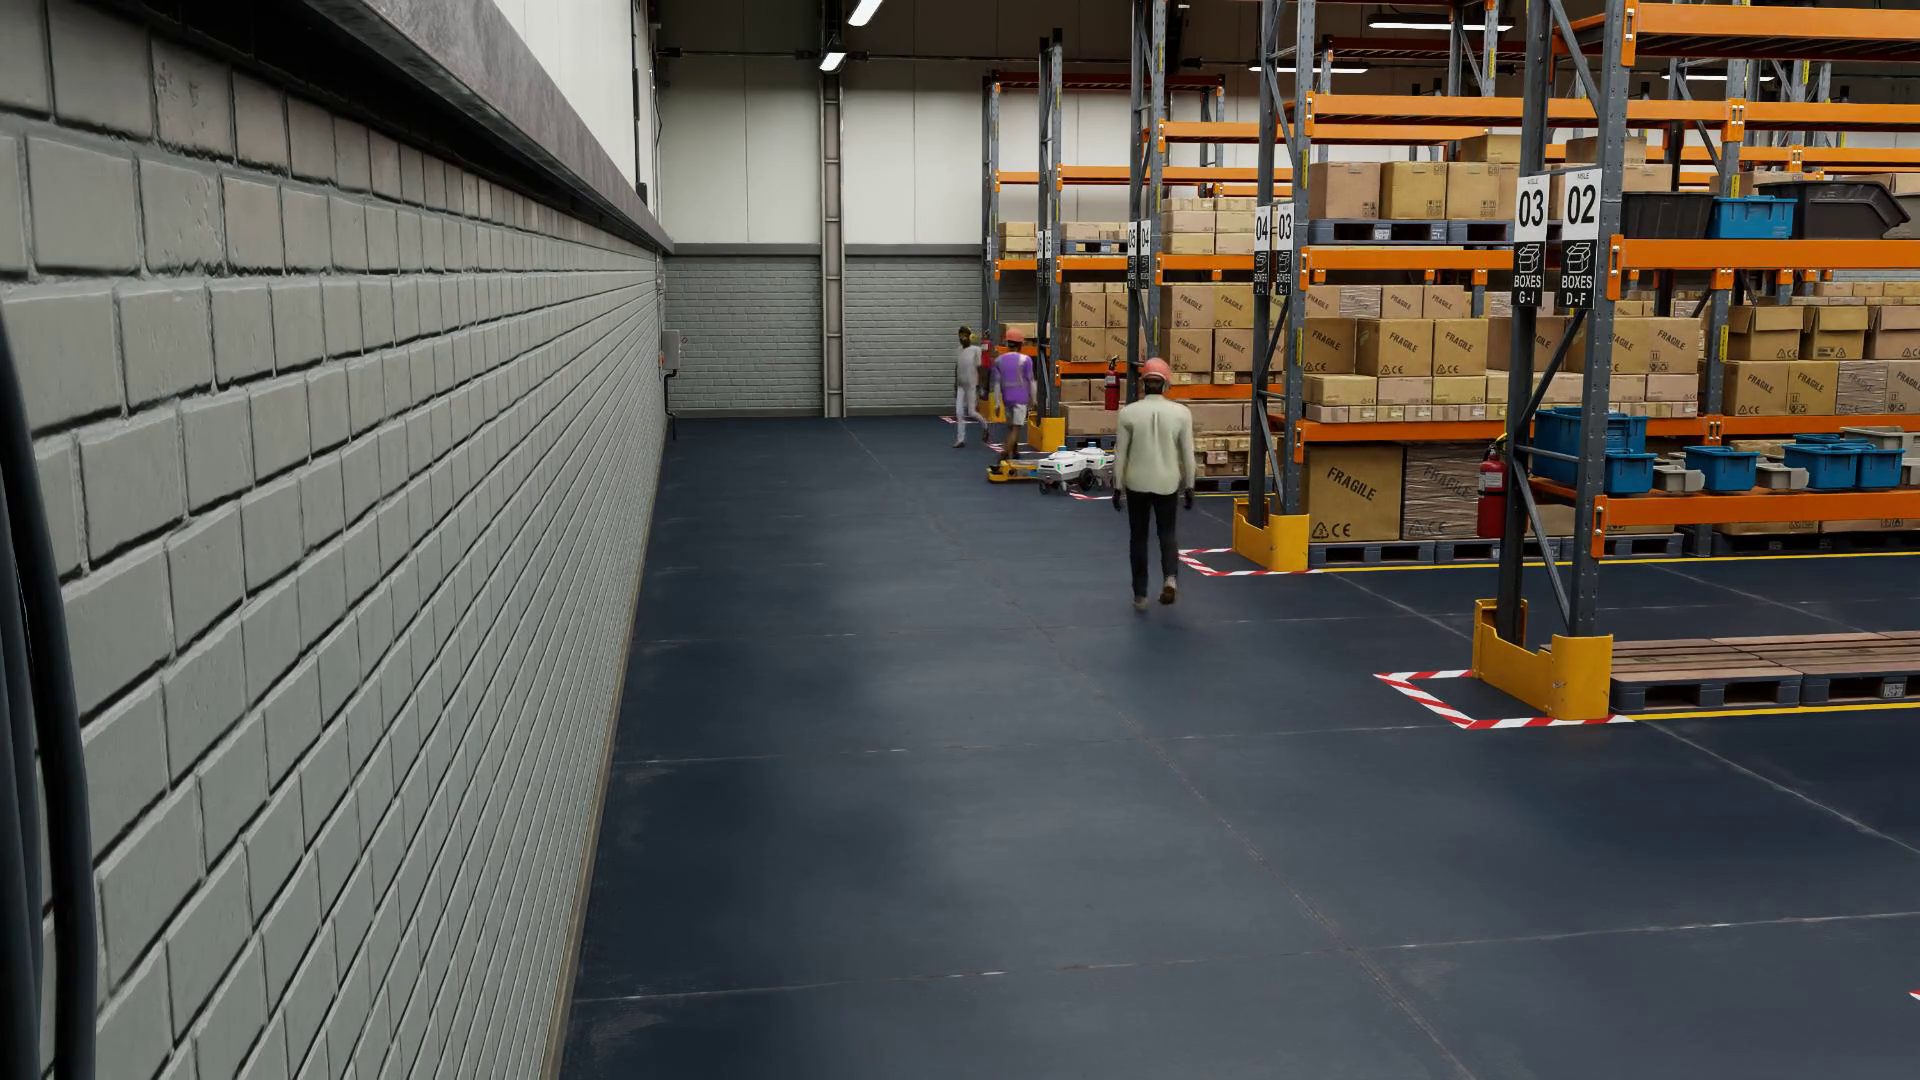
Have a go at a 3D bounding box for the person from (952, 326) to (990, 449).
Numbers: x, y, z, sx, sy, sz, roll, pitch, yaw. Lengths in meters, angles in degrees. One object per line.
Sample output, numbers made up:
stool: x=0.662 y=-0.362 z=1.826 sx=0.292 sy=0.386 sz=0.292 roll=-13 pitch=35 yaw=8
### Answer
person: x=0.151 y=-2.300 z=24.962 sx=0.526 sy=1.846 sz=0.711 roll=7 pitch=11 yaw=35

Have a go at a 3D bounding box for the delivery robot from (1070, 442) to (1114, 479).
delivery robot: x=1.610 y=-0.955 z=20.316 sx=0.477 sy=0.478 sz=0.707 roll=-7 pitch=12 yaw=-38

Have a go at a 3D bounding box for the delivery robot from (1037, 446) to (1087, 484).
delivery robot: x=1.216 y=-0.883 z=19.874 sx=0.477 sy=0.478 sz=0.707 roll=6 pitch=11 yaw=33

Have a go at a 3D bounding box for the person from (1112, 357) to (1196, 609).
person: x=1.511 y=-0.439 z=13.040 sx=0.641 sy=1.974 sz=0.520 roll=0 pitch=9 yaw=0

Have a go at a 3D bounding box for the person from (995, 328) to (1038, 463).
person: x=0.707 y=-1.864 z=22.145 sx=0.546 sy=1.907 sz=0.945 roll=6 pitch=11 yaw=31

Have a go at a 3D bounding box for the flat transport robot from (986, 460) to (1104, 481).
flat transport robot: x=1.065 y=-0.888 z=21.065 sx=1.431 sy=0.197 sz=0.652 roll=-1 pitch=9 yaw=-4
